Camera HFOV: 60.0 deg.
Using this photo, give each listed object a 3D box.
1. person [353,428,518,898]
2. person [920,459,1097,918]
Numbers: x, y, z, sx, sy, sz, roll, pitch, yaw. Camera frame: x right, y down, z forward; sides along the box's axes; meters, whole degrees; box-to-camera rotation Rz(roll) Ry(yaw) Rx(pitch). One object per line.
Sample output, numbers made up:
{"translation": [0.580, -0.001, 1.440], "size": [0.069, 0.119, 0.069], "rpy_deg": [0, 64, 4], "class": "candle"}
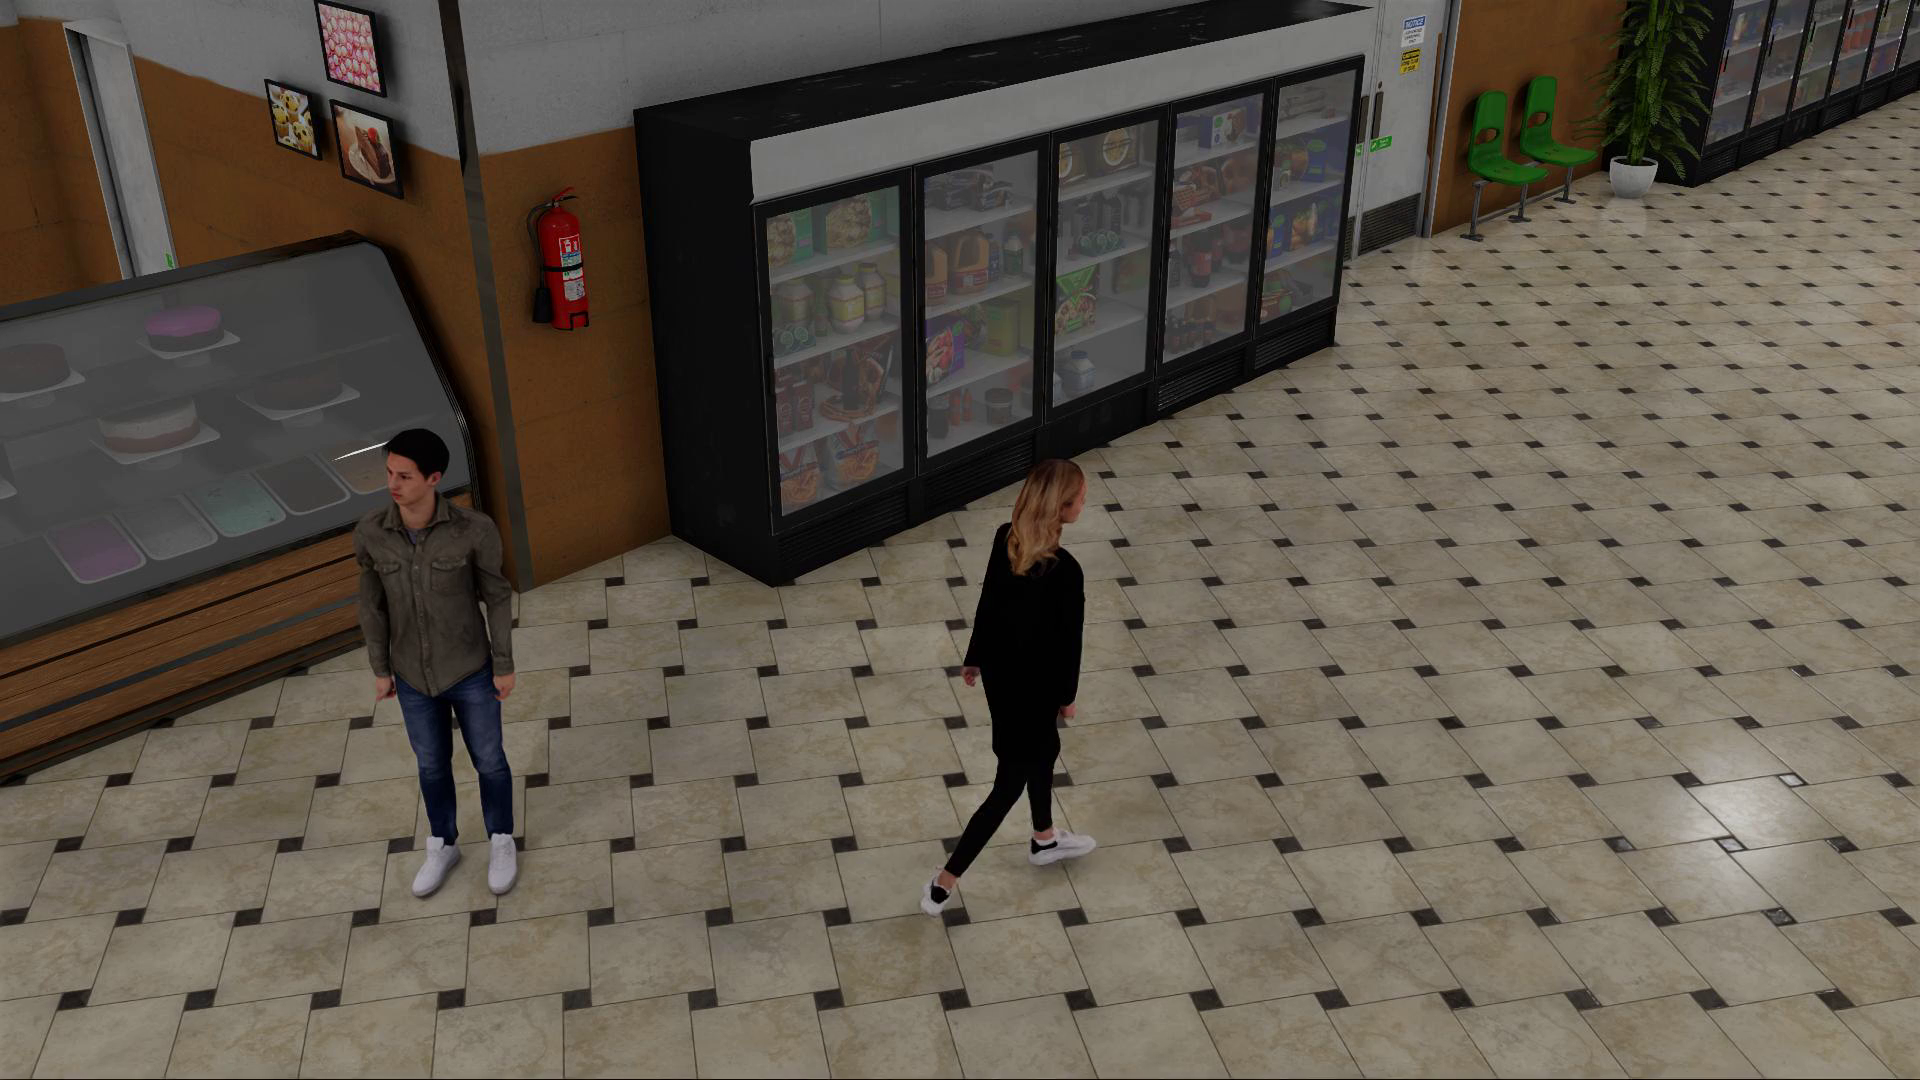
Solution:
{"translation": [-1.879, 0.446, 6.085], "size": [0.777, 1.867, 0.838], "rpy_deg": [0, 27, 0], "class": "person"}
{"translation": [0.150, 0.577, 5.951], "size": [0.893, 1.754, 1.073], "rpy_deg": [-17, 31, -30], "class": "person"}
